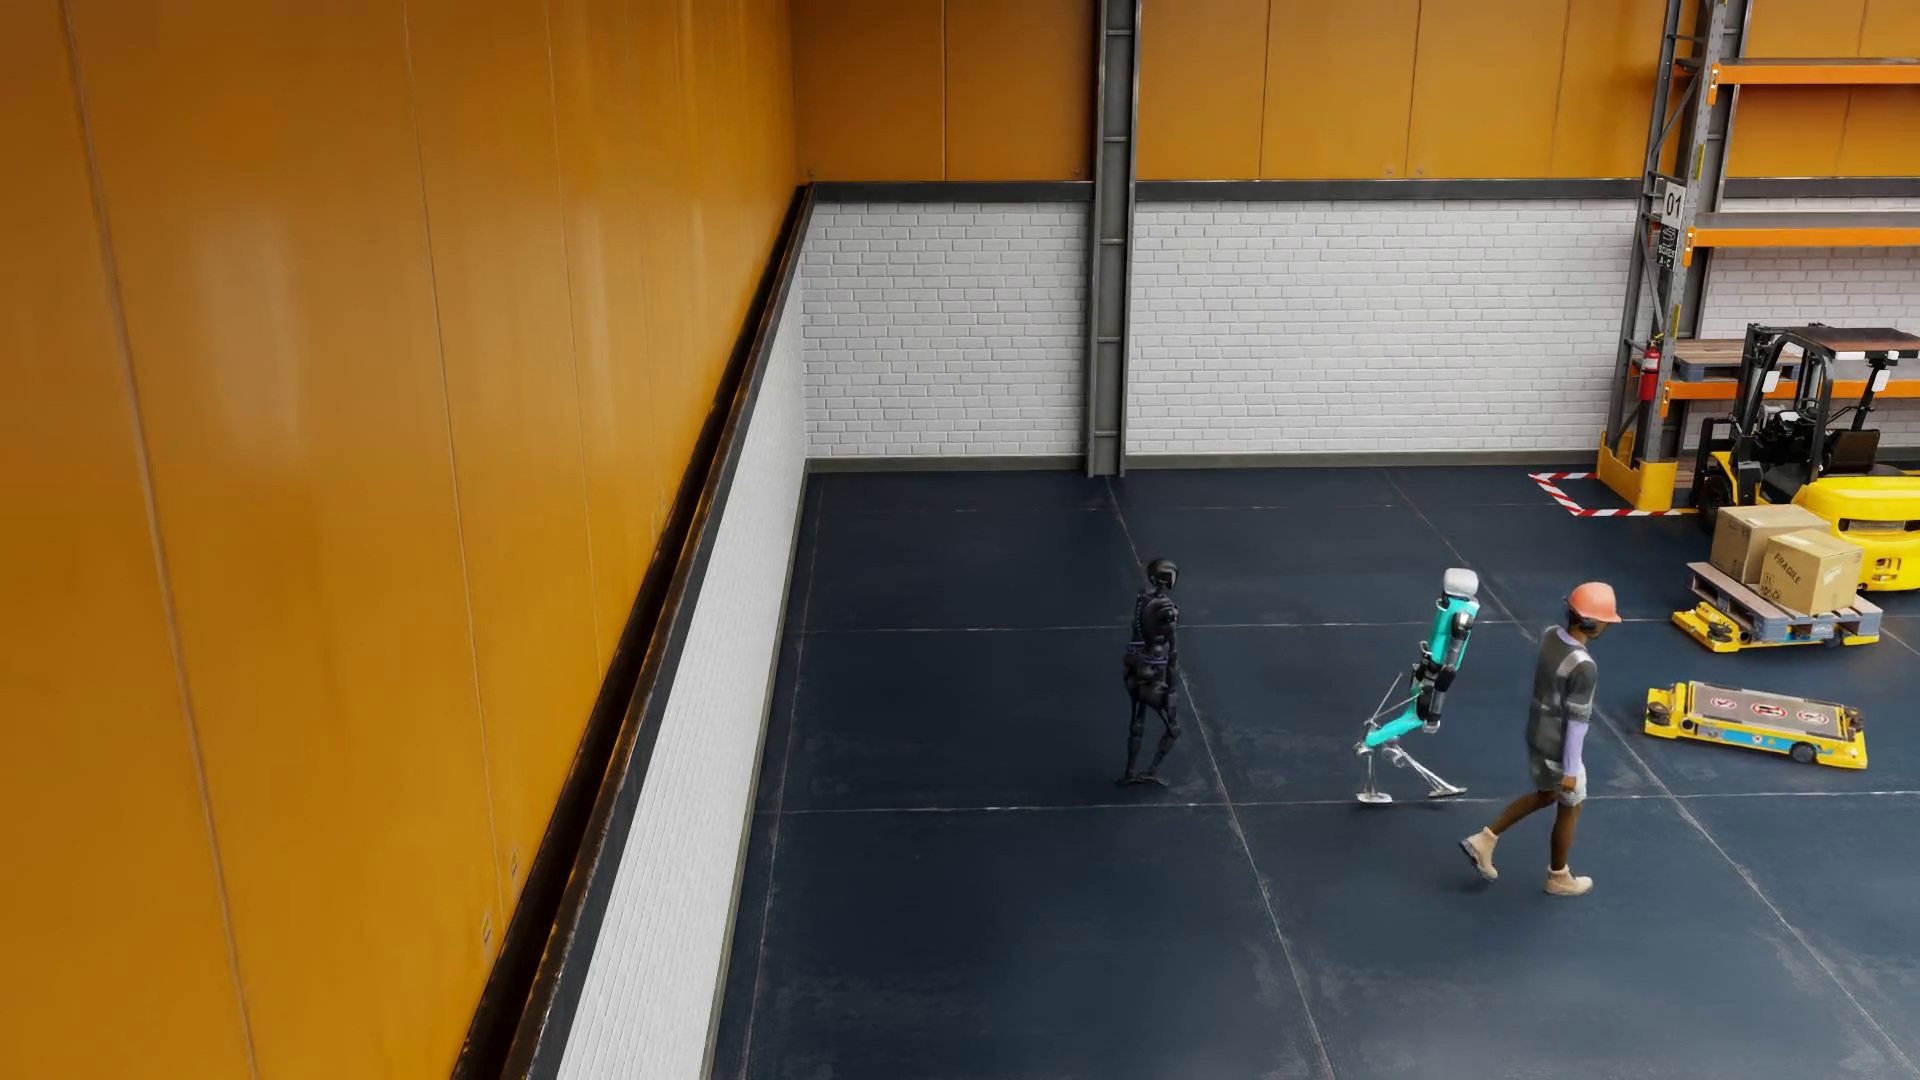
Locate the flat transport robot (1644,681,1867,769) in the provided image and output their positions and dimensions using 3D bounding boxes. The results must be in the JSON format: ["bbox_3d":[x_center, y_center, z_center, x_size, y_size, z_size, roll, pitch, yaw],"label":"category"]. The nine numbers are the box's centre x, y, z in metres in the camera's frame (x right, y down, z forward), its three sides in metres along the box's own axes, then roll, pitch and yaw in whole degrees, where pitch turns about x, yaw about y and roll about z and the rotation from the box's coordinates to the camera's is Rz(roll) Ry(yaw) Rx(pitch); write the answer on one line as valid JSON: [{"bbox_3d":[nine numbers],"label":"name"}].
[{"bbox_3d":[5.723,1.315,11.988,1.431,0.231,0.659,9,22,22],"label":"flat transport robot"}]

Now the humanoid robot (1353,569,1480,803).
[{"bbox_3d":[2.870,0.995,10.710,0.941,1.725,0.554,3,20,7],"label":"humanoid robot"}]

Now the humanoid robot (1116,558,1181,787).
[{"bbox_3d":[1.256,0.893,11.100,0.363,1.648,0.595,-8,22,-21],"label":"humanoid robot"}]

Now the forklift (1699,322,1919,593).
[{"bbox_3d":[7.809,-0.792,14.926,1.214,2.155,2.313,-1,20,-2],"label":"forklift"}]

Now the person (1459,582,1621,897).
[{"bbox_3d":[3.441,1.188,9.812,0.727,2.018,0.620,-2,20,-6],"label":"person"}]

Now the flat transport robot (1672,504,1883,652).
[{"bbox_3d":[6.715,0.678,13.713,1.431,0.231,0.659,-3,20,-7],"label":"flat transport robot"}]
